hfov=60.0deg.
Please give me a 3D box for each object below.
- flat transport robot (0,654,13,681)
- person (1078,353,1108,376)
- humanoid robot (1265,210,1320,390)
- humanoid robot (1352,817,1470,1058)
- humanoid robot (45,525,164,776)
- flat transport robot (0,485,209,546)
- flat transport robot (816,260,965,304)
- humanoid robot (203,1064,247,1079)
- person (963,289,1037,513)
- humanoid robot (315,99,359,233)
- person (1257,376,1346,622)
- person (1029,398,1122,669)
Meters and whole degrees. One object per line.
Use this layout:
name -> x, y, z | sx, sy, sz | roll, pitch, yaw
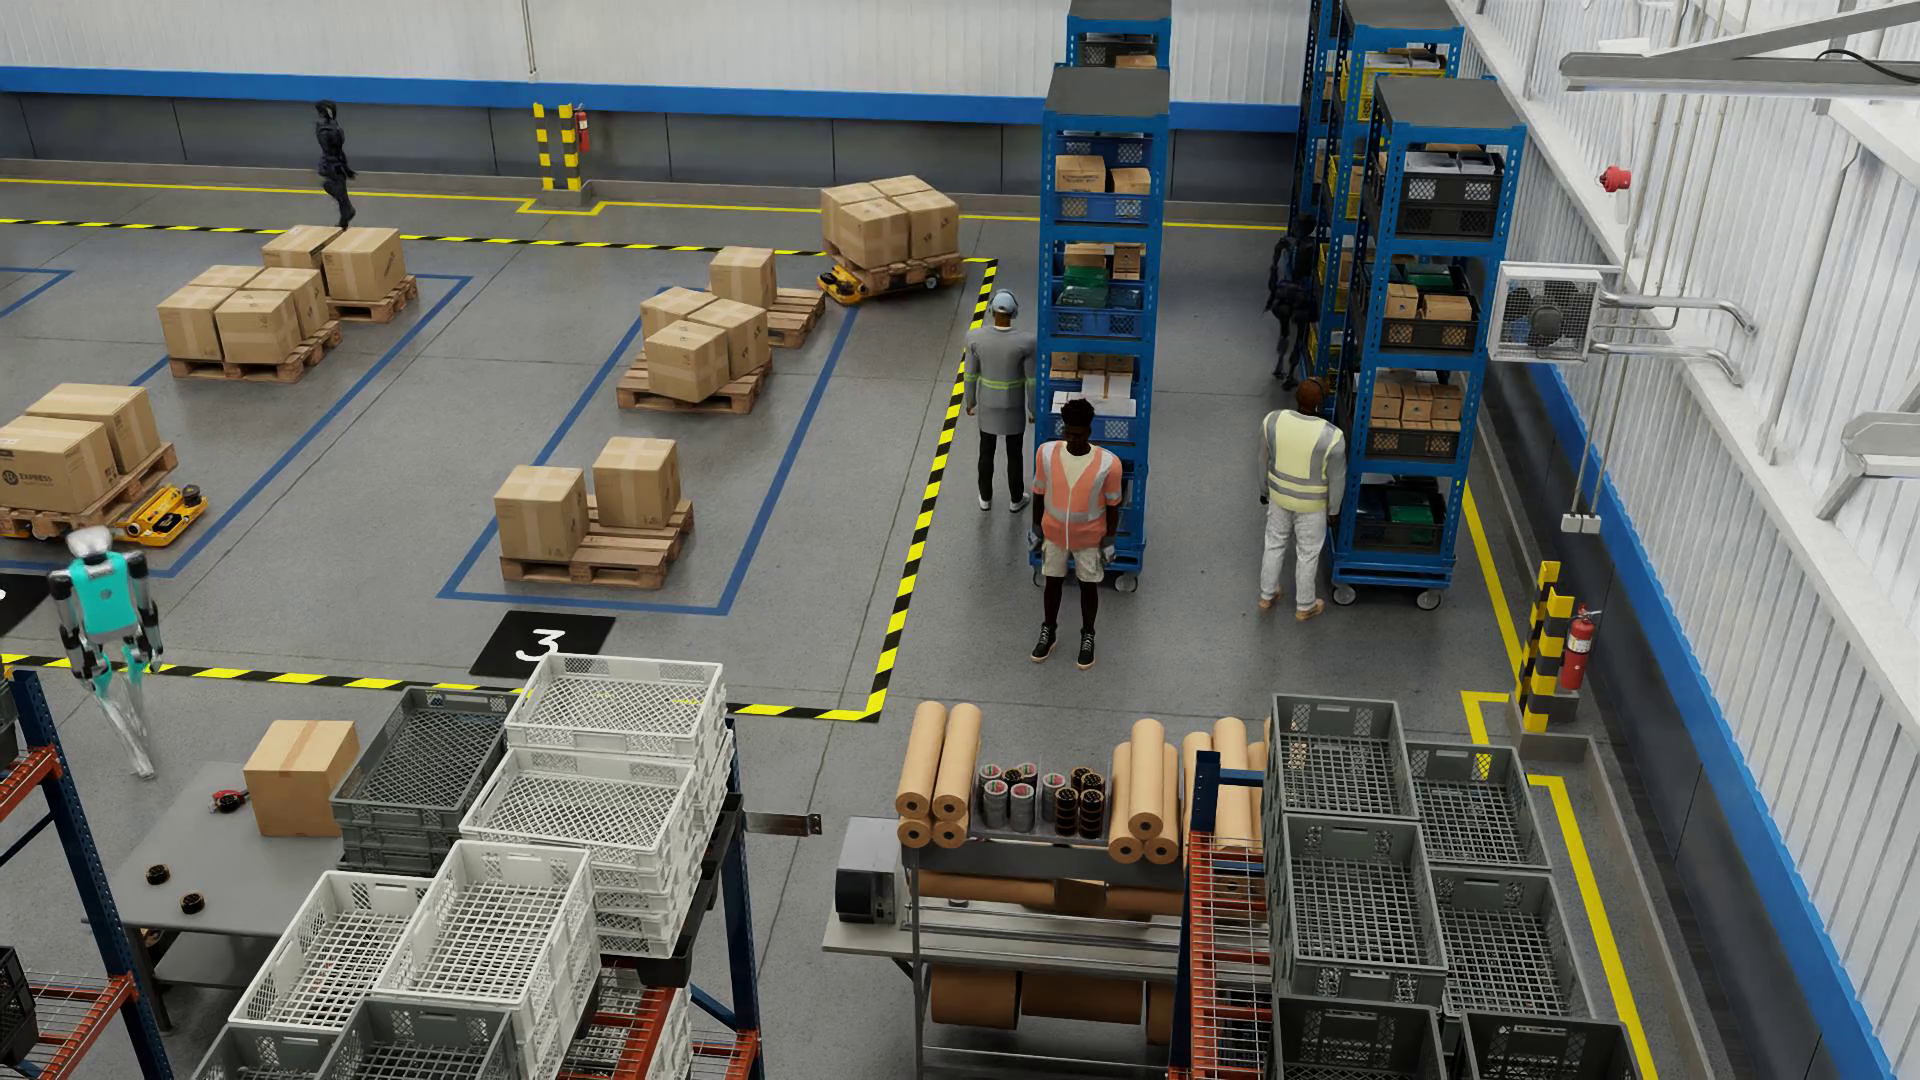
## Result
flat transport robot -> -7.142, 0.969, 11.010 | 1.431, 0.231, 0.659 | 3, 30, 6
person -> 1.047, -1.011, 12.774 | 0.408, 1.921, 0.650 | -12, 32, -20
humanoid robot -> 3.033, -2.161, 14.984 | 0.610, 1.639, 0.373 | 19, 35, 30
humanoid robot -> 2.227, 1.835, 8.115 | 0.611, 1.642, 0.390 | 1, 30, 2
humanoid robot -> -5.160, 0.614, 10.096 | 0.538, 1.741, 0.732 | -22, 37, -32
flat transport robot -> -6.753, -0.237, 13.052 | 1.431, 0.197, 0.652 | 3, 30, 6
flat transport robot -> -0.726, -2.793, 17.444 | 1.431, 0.197, 0.652 | -14, 33, -23
humanoid robot -> -2.634, 2.886, 6.298 | 0.531, 1.779, 1.002 | -6, 31, -11
person -> 0.334, -1.088, 12.967 | 0.599, 1.850, 0.391 | 5, 31, 9
humanoid robot -> -6.788, -3.982, 18.109 | 0.351, 1.651, 0.600 | -2, 30, -4
person -> 2.377, -0.293, 11.612 | 0.633, 1.842, 0.429 | 19, 35, 30
person -> 0.754, -0.042, 11.060 | 0.602, 1.966, 0.368 | 9, 31, 15
